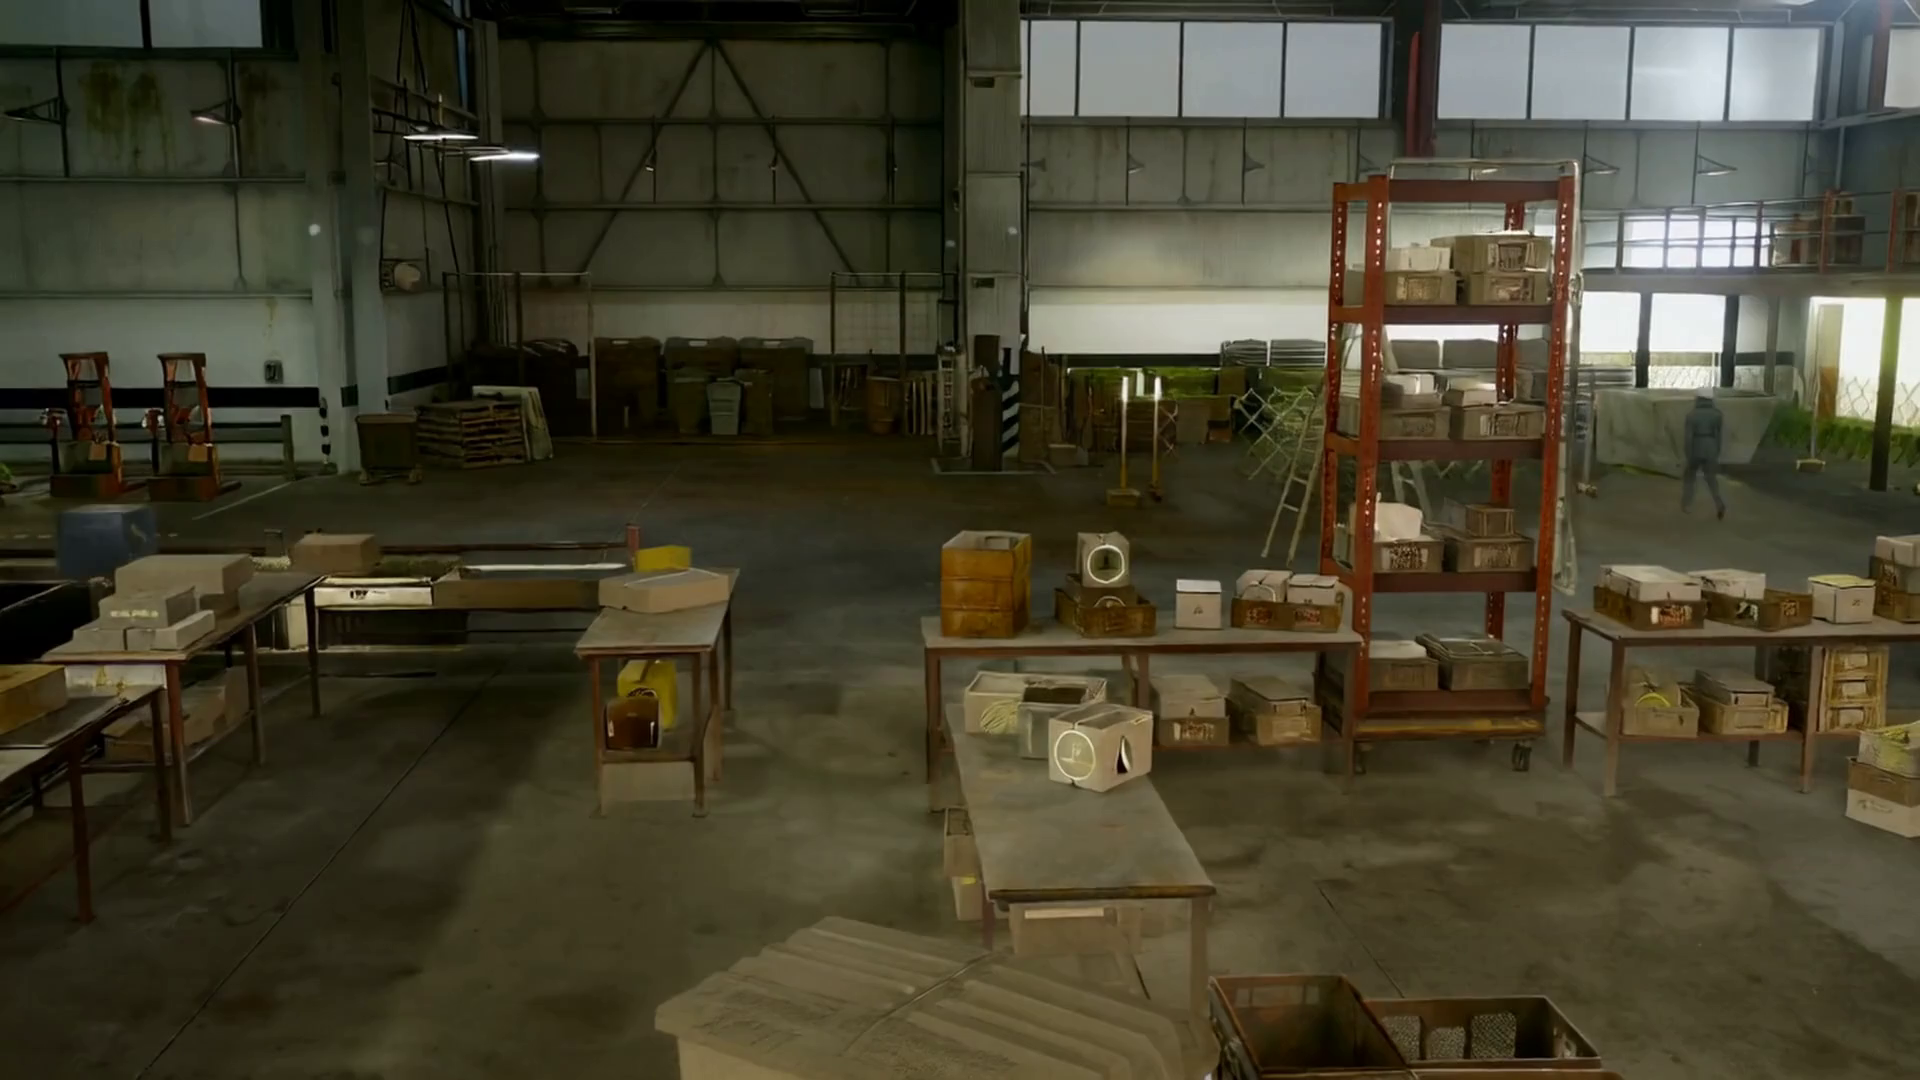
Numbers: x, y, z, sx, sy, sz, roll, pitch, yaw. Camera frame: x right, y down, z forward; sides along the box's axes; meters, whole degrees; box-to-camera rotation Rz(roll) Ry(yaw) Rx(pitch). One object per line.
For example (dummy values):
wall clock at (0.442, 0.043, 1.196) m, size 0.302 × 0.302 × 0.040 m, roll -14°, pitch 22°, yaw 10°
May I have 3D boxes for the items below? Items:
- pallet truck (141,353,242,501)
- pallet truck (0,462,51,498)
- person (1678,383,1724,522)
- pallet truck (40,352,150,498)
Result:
pallet truck at (-10.520, -1.604, 22.925) m, size 0.823 × 1.965 × 1.885 m, roll -1°, pitch 9°, yaw -6°
pallet truck at (-13.193, -1.293, 23.148) m, size 0.653 × 1.274 × 1.630 m, roll -1°, pitch 9°, yaw -4°
person at (9.219, -1.090, 20.603) m, size 0.489 × 1.713 × 0.817 m, roll 0°, pitch 9°, yaw -1°
pallet truck at (-11.907, -1.642, 23.165) m, size 0.823 × 1.965 × 1.885 m, roll 0°, pitch 9°, yaw 0°
